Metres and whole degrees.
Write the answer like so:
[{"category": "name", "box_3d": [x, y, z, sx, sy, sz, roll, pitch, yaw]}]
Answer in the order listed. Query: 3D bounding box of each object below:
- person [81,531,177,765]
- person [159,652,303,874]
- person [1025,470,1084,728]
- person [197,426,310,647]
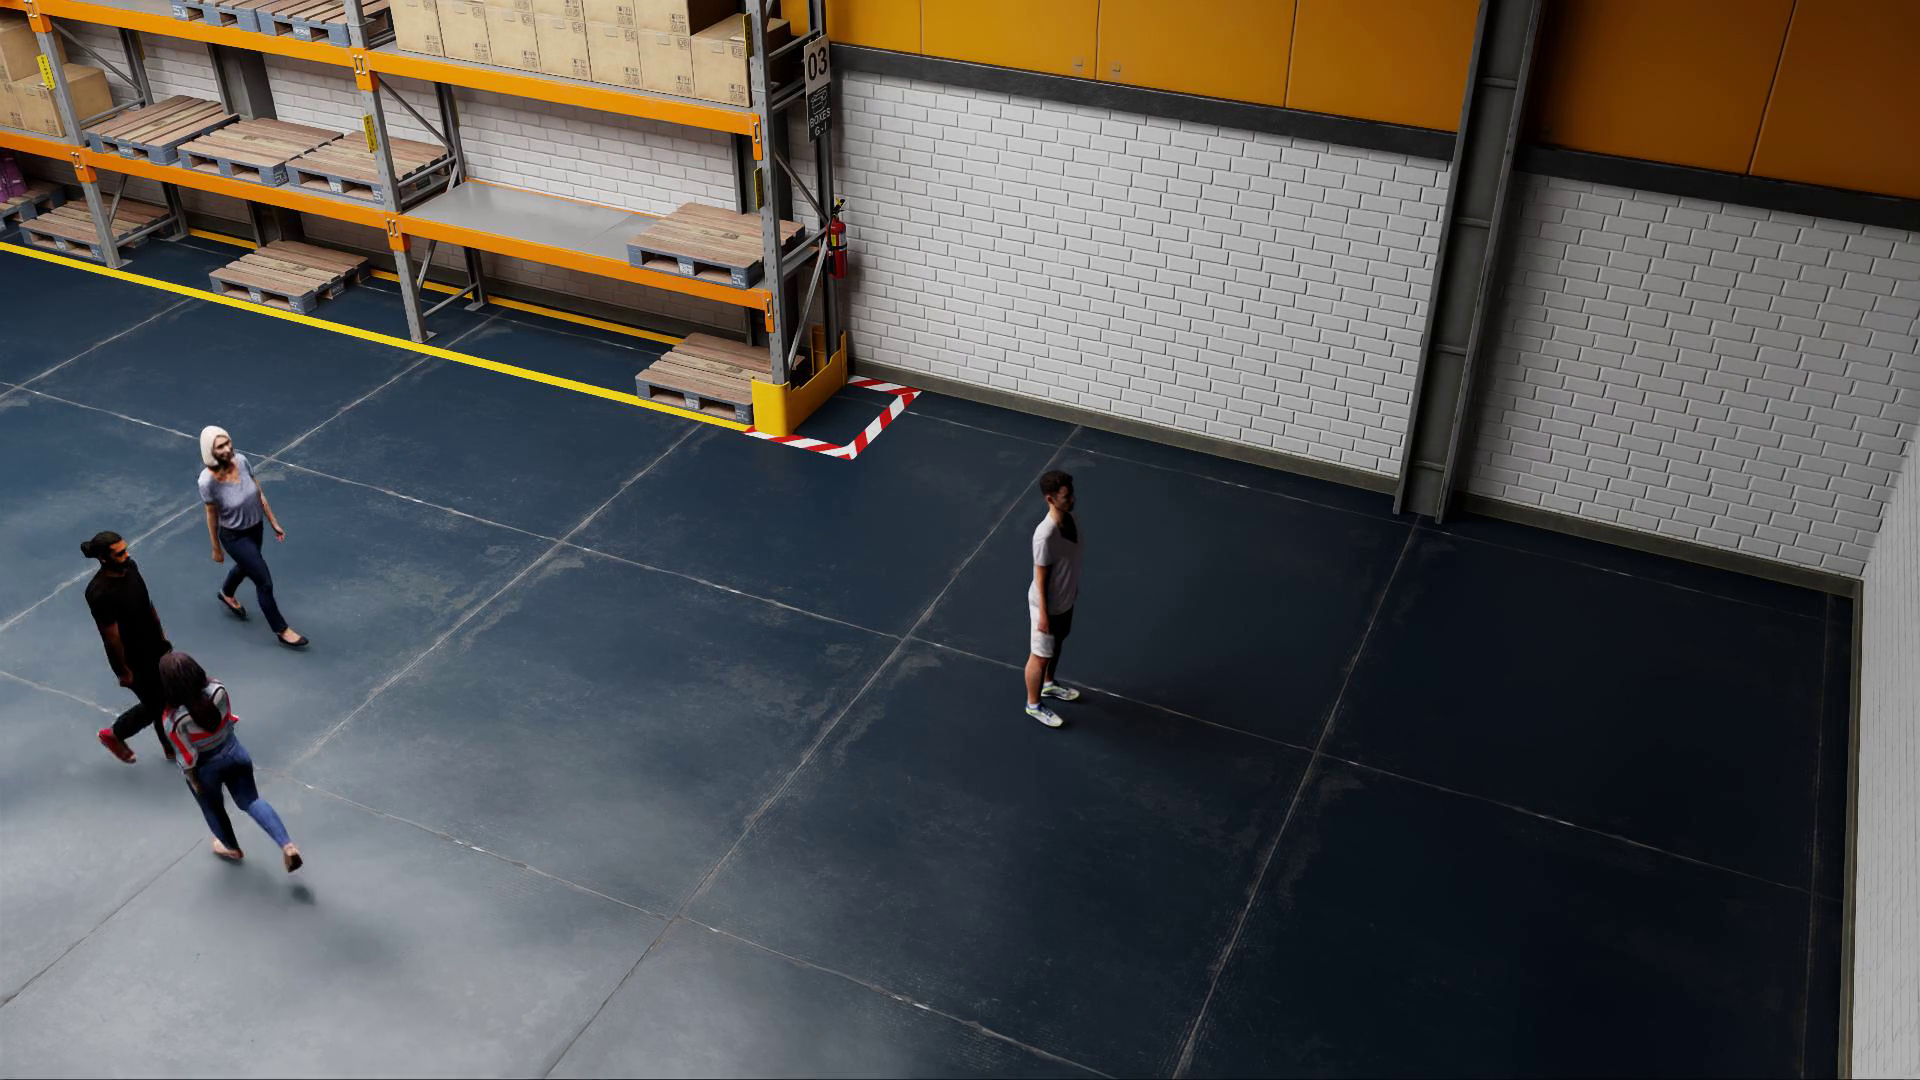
[{"category": "person", "box_3d": [-5.213, 0.699, 10.377, 0.969, 1.743, 0.849, -1, 34, -1]}, {"category": "person", "box_3d": [-4.225, 1.319, 9.582, 1.008, 1.591, 0.675, 20, 39, 27]}, {"category": "person", "box_3d": [0.604, 0.348, 10.806, 0.530, 1.853, 0.679, 14, 36, 20]}, {"category": "person", "box_3d": [-5.055, -0.060, 11.567, 1.109, 1.690, 0.613, 12, 35, 17]}]
